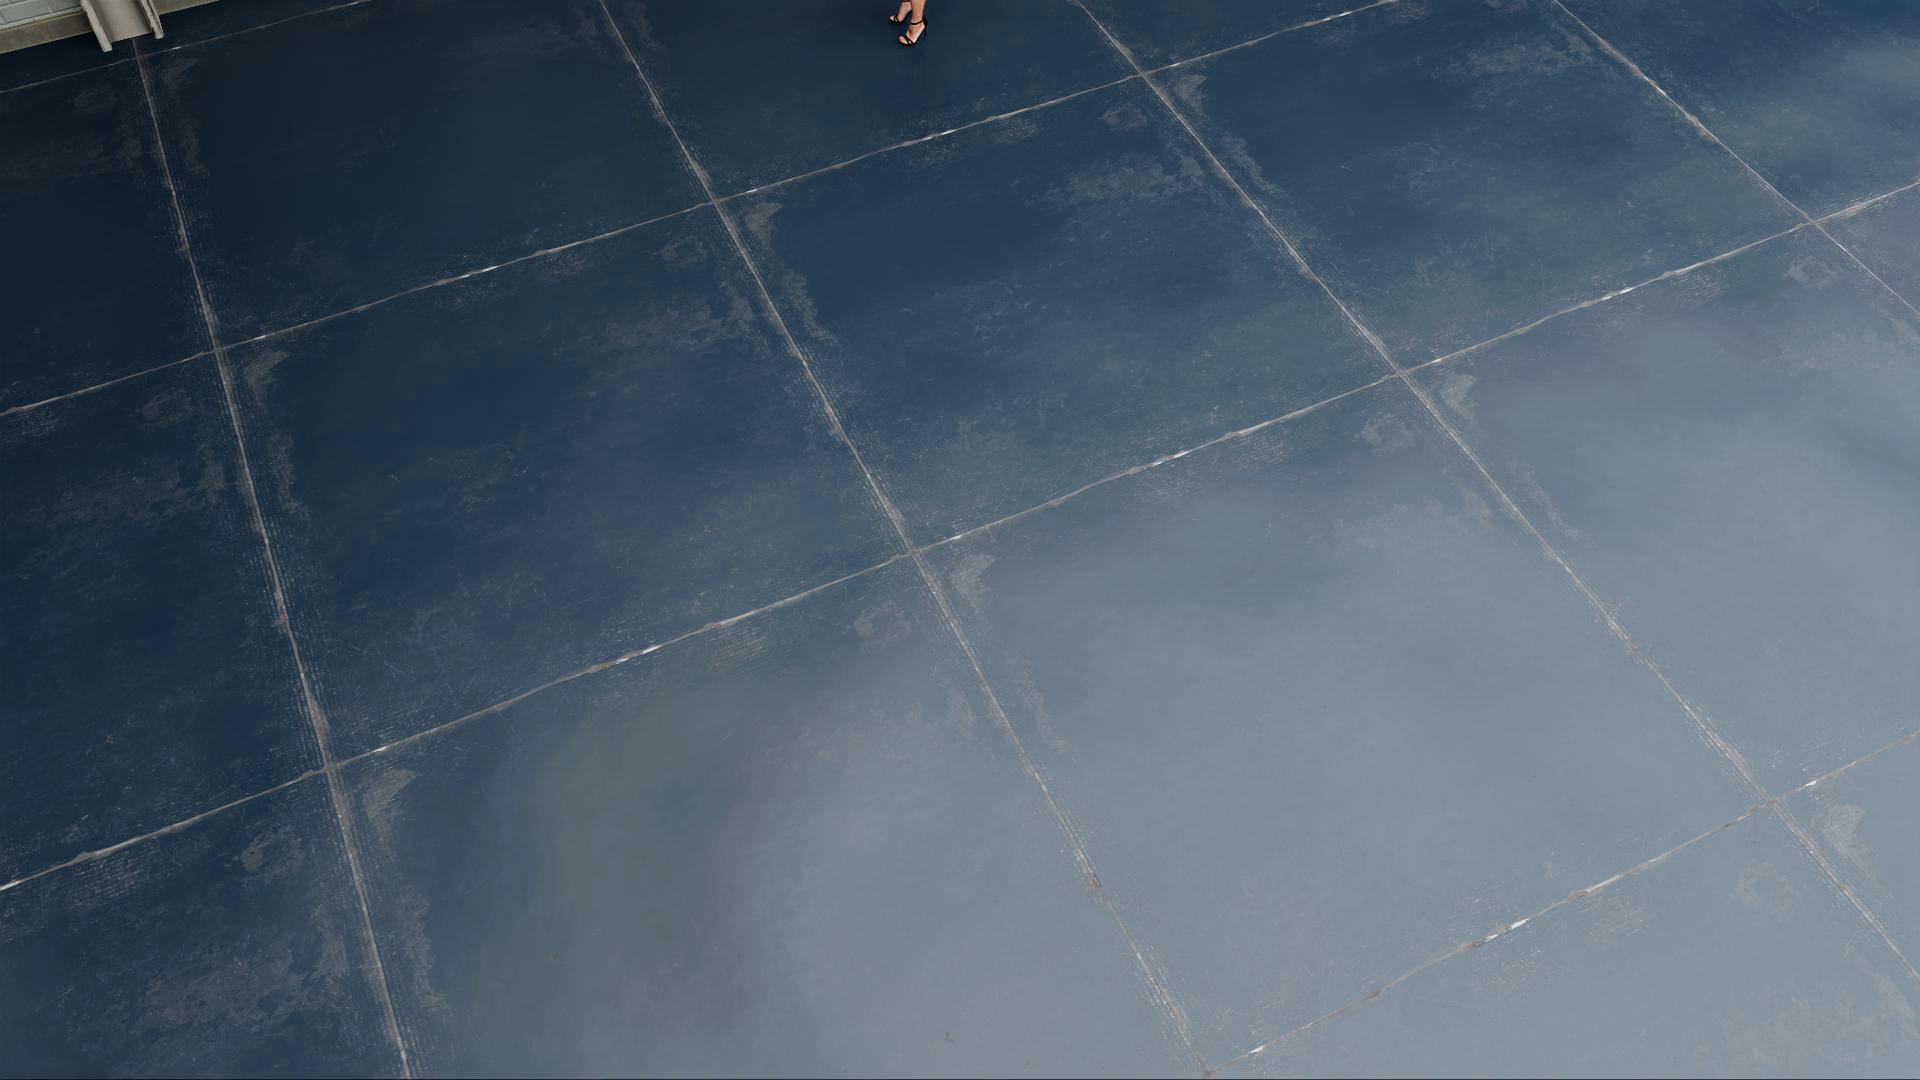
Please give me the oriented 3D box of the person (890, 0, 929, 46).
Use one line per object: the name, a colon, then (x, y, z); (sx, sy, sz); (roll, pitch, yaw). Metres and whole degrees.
person: (-0.348, -3.969, 10.604); (0.667, 1.718, 0.708); (-10, 53, -8)
